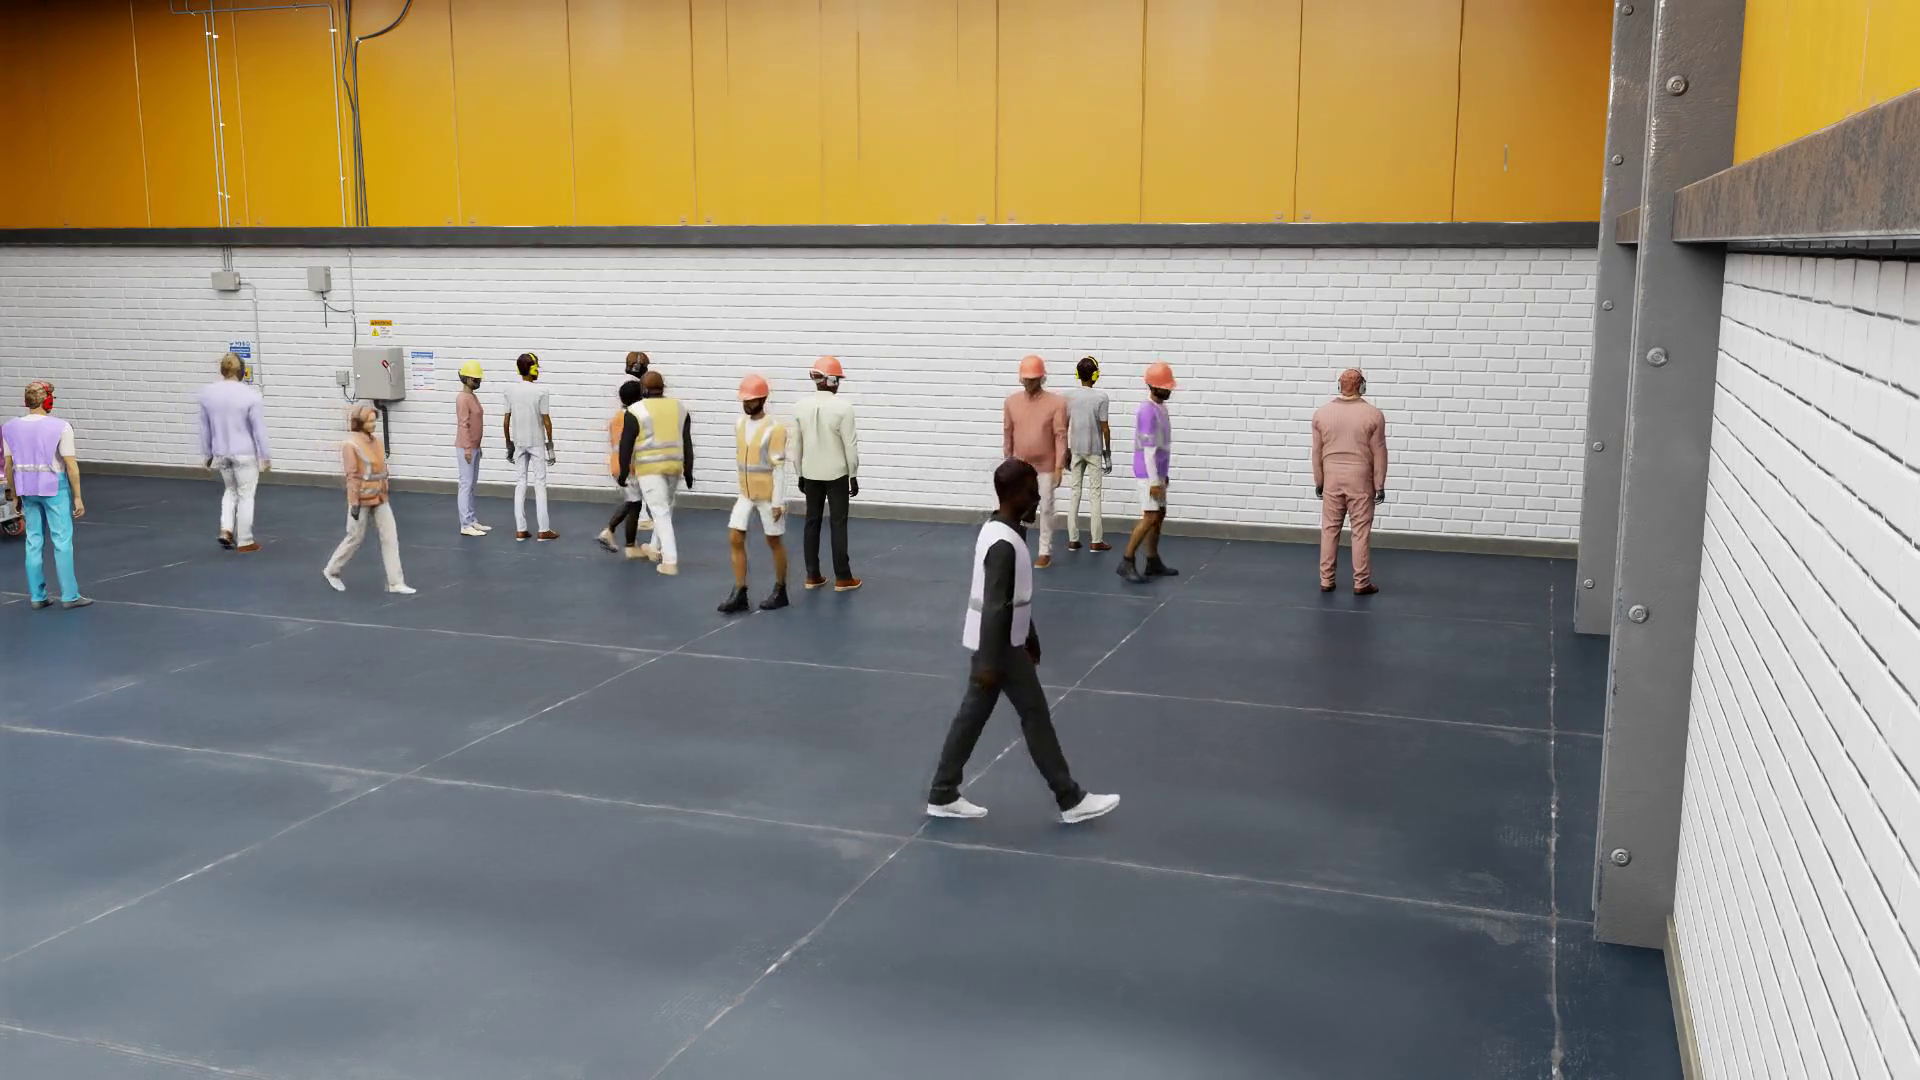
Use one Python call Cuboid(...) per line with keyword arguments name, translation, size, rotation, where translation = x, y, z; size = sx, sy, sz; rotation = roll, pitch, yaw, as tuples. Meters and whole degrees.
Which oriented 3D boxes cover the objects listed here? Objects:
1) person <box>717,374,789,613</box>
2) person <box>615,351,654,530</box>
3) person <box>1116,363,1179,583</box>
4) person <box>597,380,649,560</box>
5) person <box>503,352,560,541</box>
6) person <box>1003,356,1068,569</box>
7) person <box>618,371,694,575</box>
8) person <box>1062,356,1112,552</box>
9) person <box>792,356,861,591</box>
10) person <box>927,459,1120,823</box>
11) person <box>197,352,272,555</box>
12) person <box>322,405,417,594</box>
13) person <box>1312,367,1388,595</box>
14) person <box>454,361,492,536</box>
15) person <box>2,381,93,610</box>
Cuboid(name="person", translation=(-1.641, -0.351, 13.152), size=(0.564, 1.907, 0.815), rotation=(7, 12, 36))
Cuboid(name="person", translation=(-3.316, -1.026, 17.171), size=(0.429, 1.840, 0.624), rotation=(-5, 11, -25))
Cuboid(name="person", translation=(1.667, -0.585, 14.518), size=(0.481, 1.907, 0.614), rotation=(3, 11, 19))
Cuboid(name="person", translation=(-3.093, -0.643, 15.455), size=(0.403, 1.687, 0.543), rotation=(-7, 12, -36))
Cuboid(name="person", translation=(-4.262, -0.918, 16.486), size=(0.526, 1.865, 0.315), rotation=(2, 10, 12))
Cuboid(name="person", translation=(0.638, -0.651, 14.753), size=(0.624, 1.940, 0.988), rotation=(3, 10, 15))
Cuboid(name="person", translation=(-2.770, -0.622, 15.025), size=(0.631, 1.789, 0.934), rotation=(-9, 13, -41))
Cuboid(name="person", translation=(1.220, -0.815, 15.893), size=(0.513, 1.872, 0.328), rotation=(5, 11, 26))
Cuboid(name="person", translation=(-1.123, -0.560, 14.124), size=(0.608, 1.988, 0.392), rotation=(5, 11, 25))
Cuboid(name="person", translation=(0.285, 0.518, 8.391), size=(0.990, 1.861, 0.616), rotation=(0, 10, 1))
Cuboid(name="person", translation=(-6.809, -0.808, 15.702), size=(0.648, 1.920, 0.441), rotation=(1, 10, 8))
Cuboid(name="person", translation=(-5.010, -0.334, 13.930), size=(0.800, 1.604, 0.525), rotation=(3, 11, 17))
Cuboid(name="person", translation=(3.273, -0.491, 13.953), size=(0.641, 1.913, 0.408), rotation=(6, 12, 31))
Cuboid(name="person", translation=(-4.938, -0.929, 16.843), size=(0.328, 1.762, 0.523), rotation=(-1, 10, -3))
Cuboid(name="person", translation=(-7.327, -0.346, 13.315), size=(0.570, 1.843, 0.372), rotation=(0, 10, 2))
